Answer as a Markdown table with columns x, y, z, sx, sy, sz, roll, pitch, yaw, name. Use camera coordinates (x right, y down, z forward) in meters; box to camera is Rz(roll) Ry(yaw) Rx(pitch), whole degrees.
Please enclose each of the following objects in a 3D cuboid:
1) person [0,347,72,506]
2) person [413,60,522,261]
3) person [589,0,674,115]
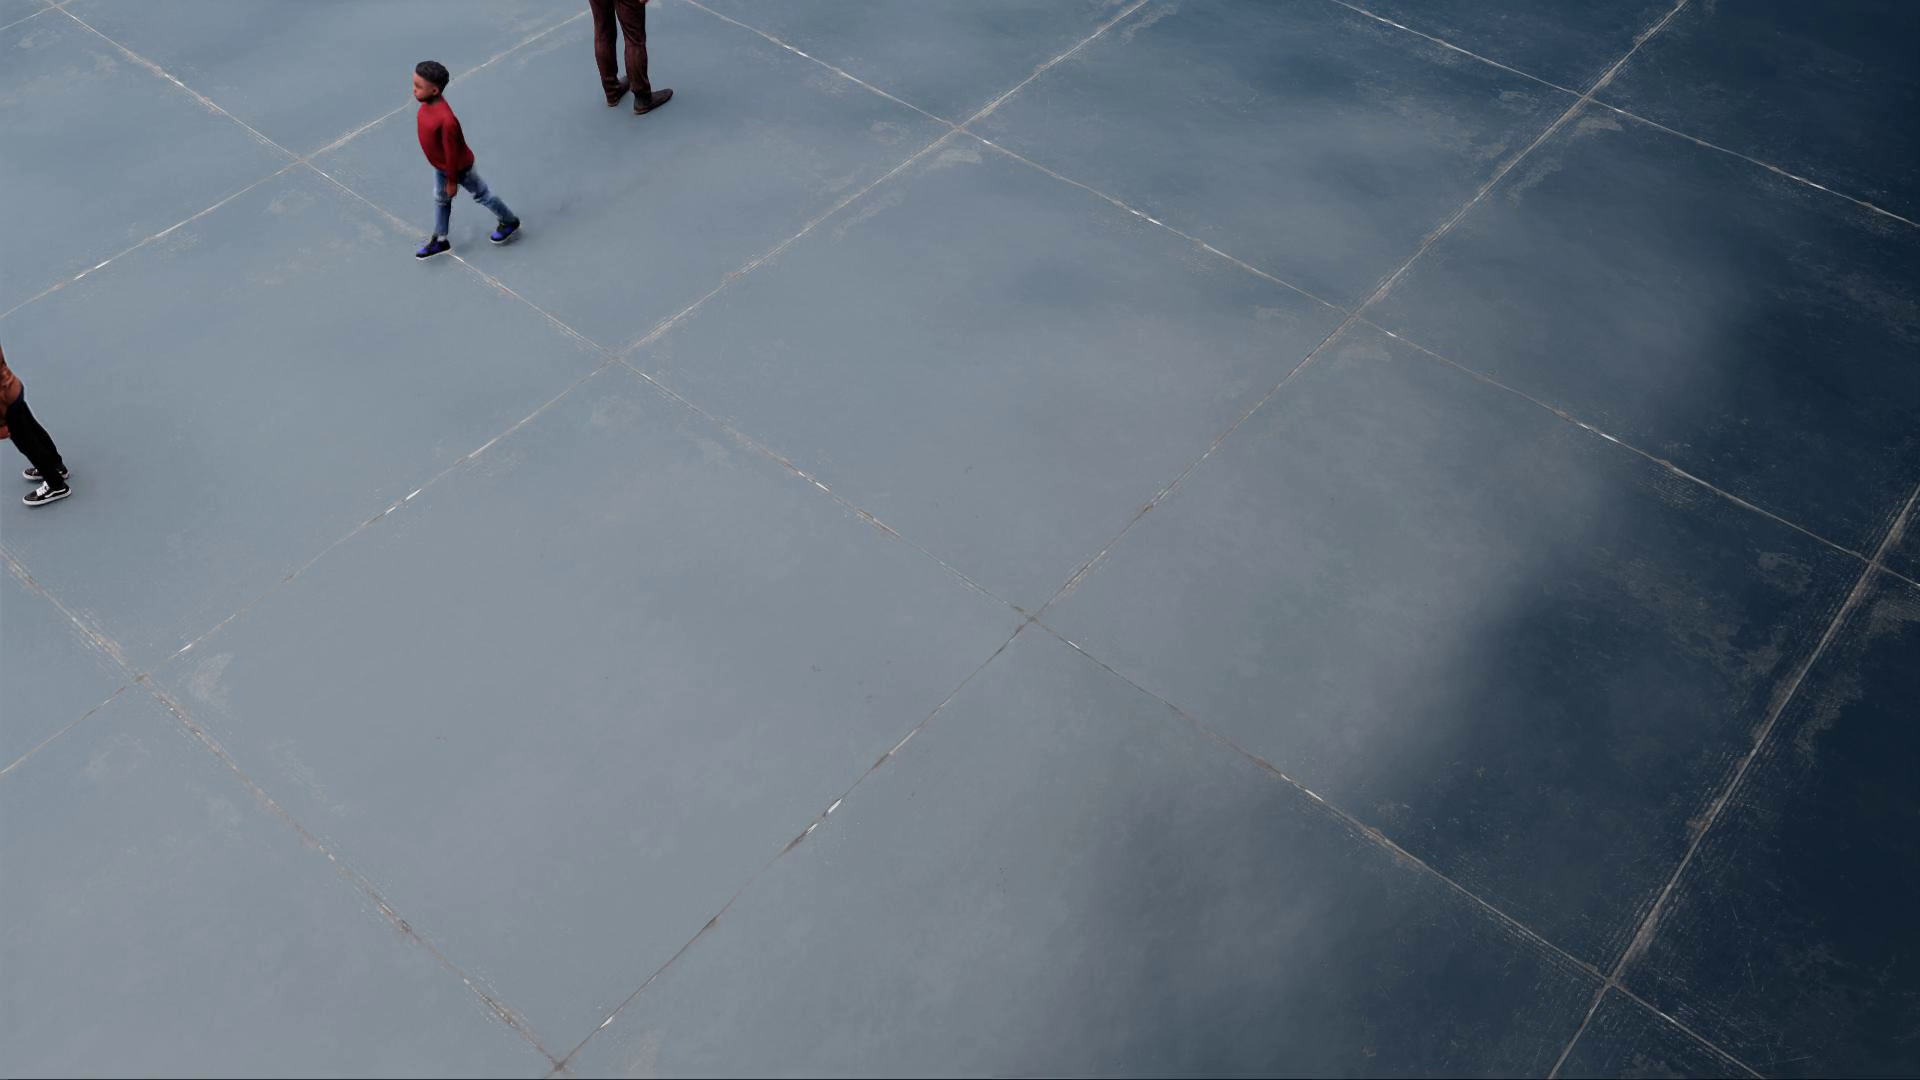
| x | y | z | sx | sy | sz | roll | pitch | yaw | name |
| --- | --- | --- | --- | --- | --- | --- | --- | --- | --- |
| -4.740 | -0.700 | 8.239 | 0.608 | 1.254 | 0.591 | -14 | 49 | -12 | person |
| -2.879 | -2.211 | 9.655 | 0.914 | 1.226 | 0.631 | -29 | 53 | -24 | person |
| -2.201 | -3.571 | 10.478 | 0.747 | 1.865 | 0.682 | 19 | 50 | 17 | person |
